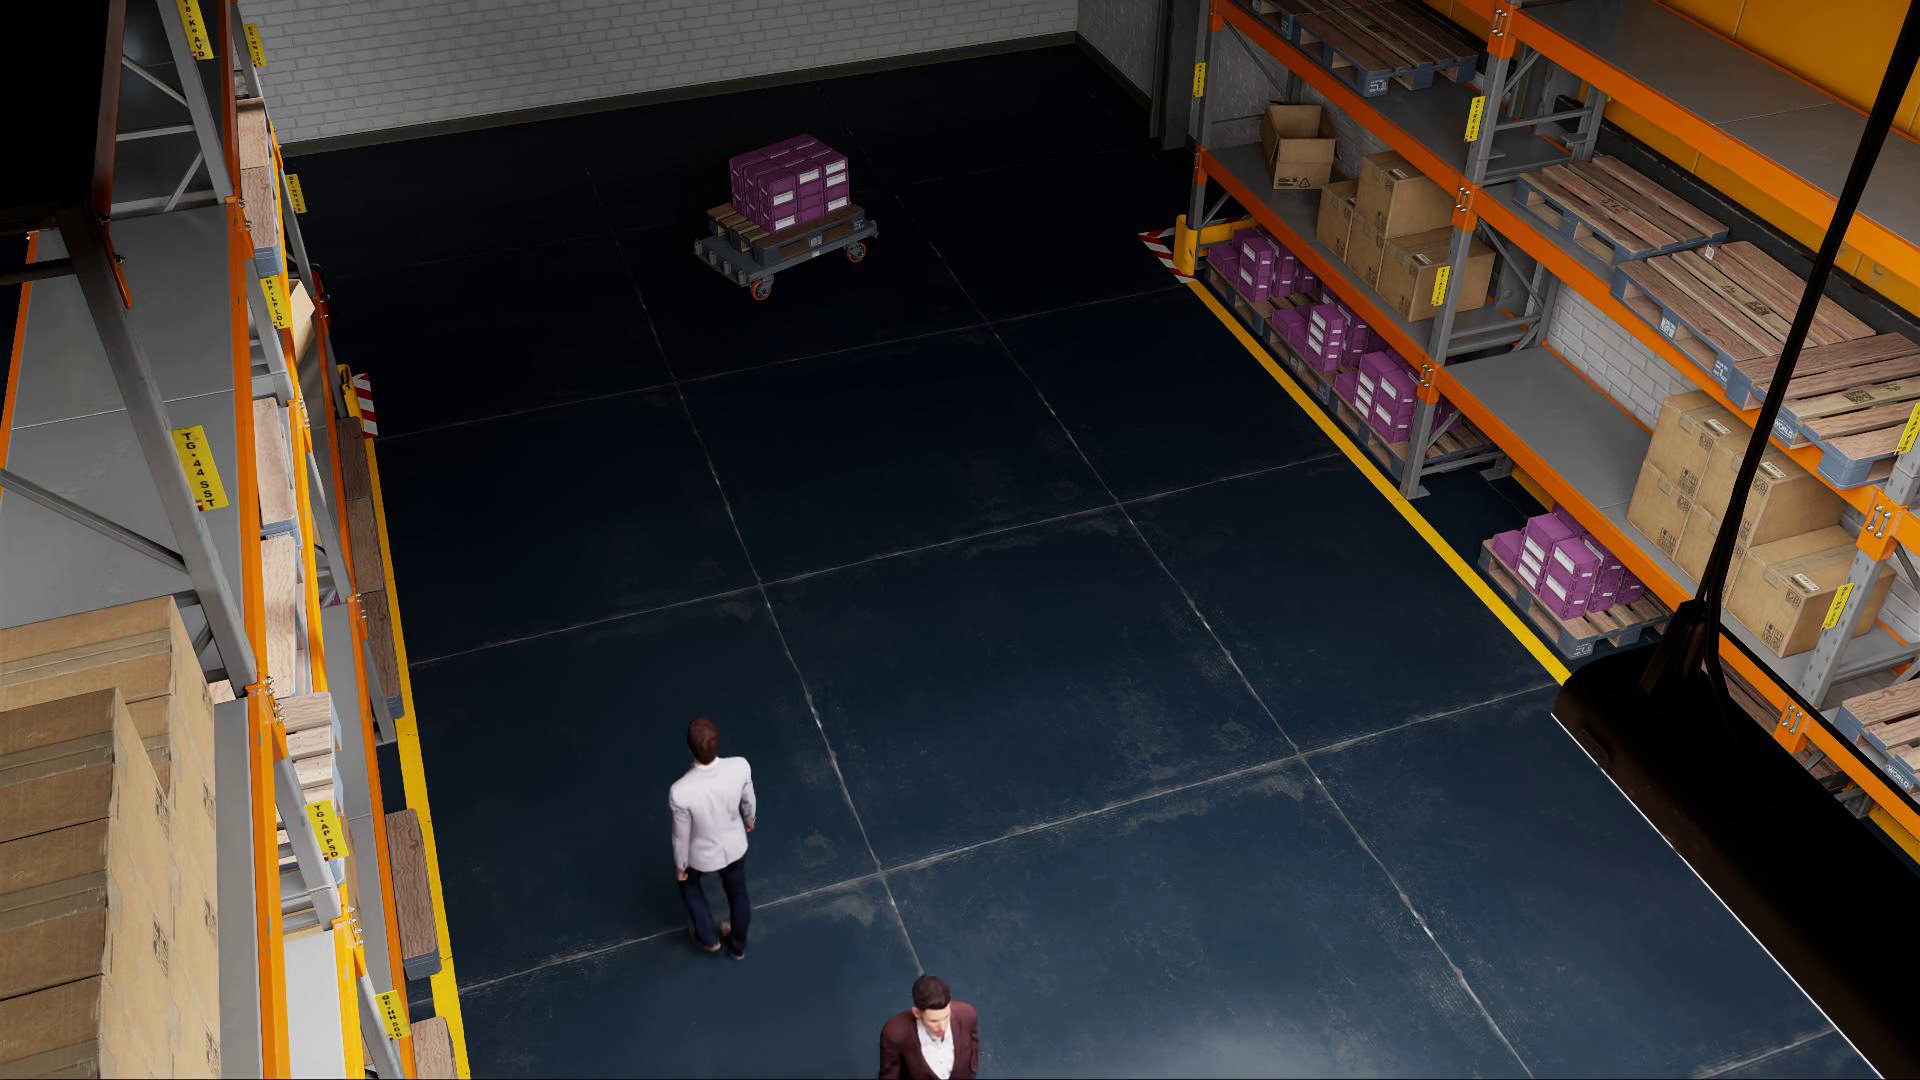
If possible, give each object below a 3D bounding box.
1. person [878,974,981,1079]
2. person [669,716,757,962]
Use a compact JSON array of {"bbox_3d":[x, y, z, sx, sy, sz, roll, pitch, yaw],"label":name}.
[{"bbox_3d":[-0.163,2.727,8.271,0.686,1.840,1.132,-12,40,-15],"label":"person"},{"bbox_3d":[-1.360,1.790,9.447,0.769,1.837,0.700,-22,43,-25],"label":"person"}]
